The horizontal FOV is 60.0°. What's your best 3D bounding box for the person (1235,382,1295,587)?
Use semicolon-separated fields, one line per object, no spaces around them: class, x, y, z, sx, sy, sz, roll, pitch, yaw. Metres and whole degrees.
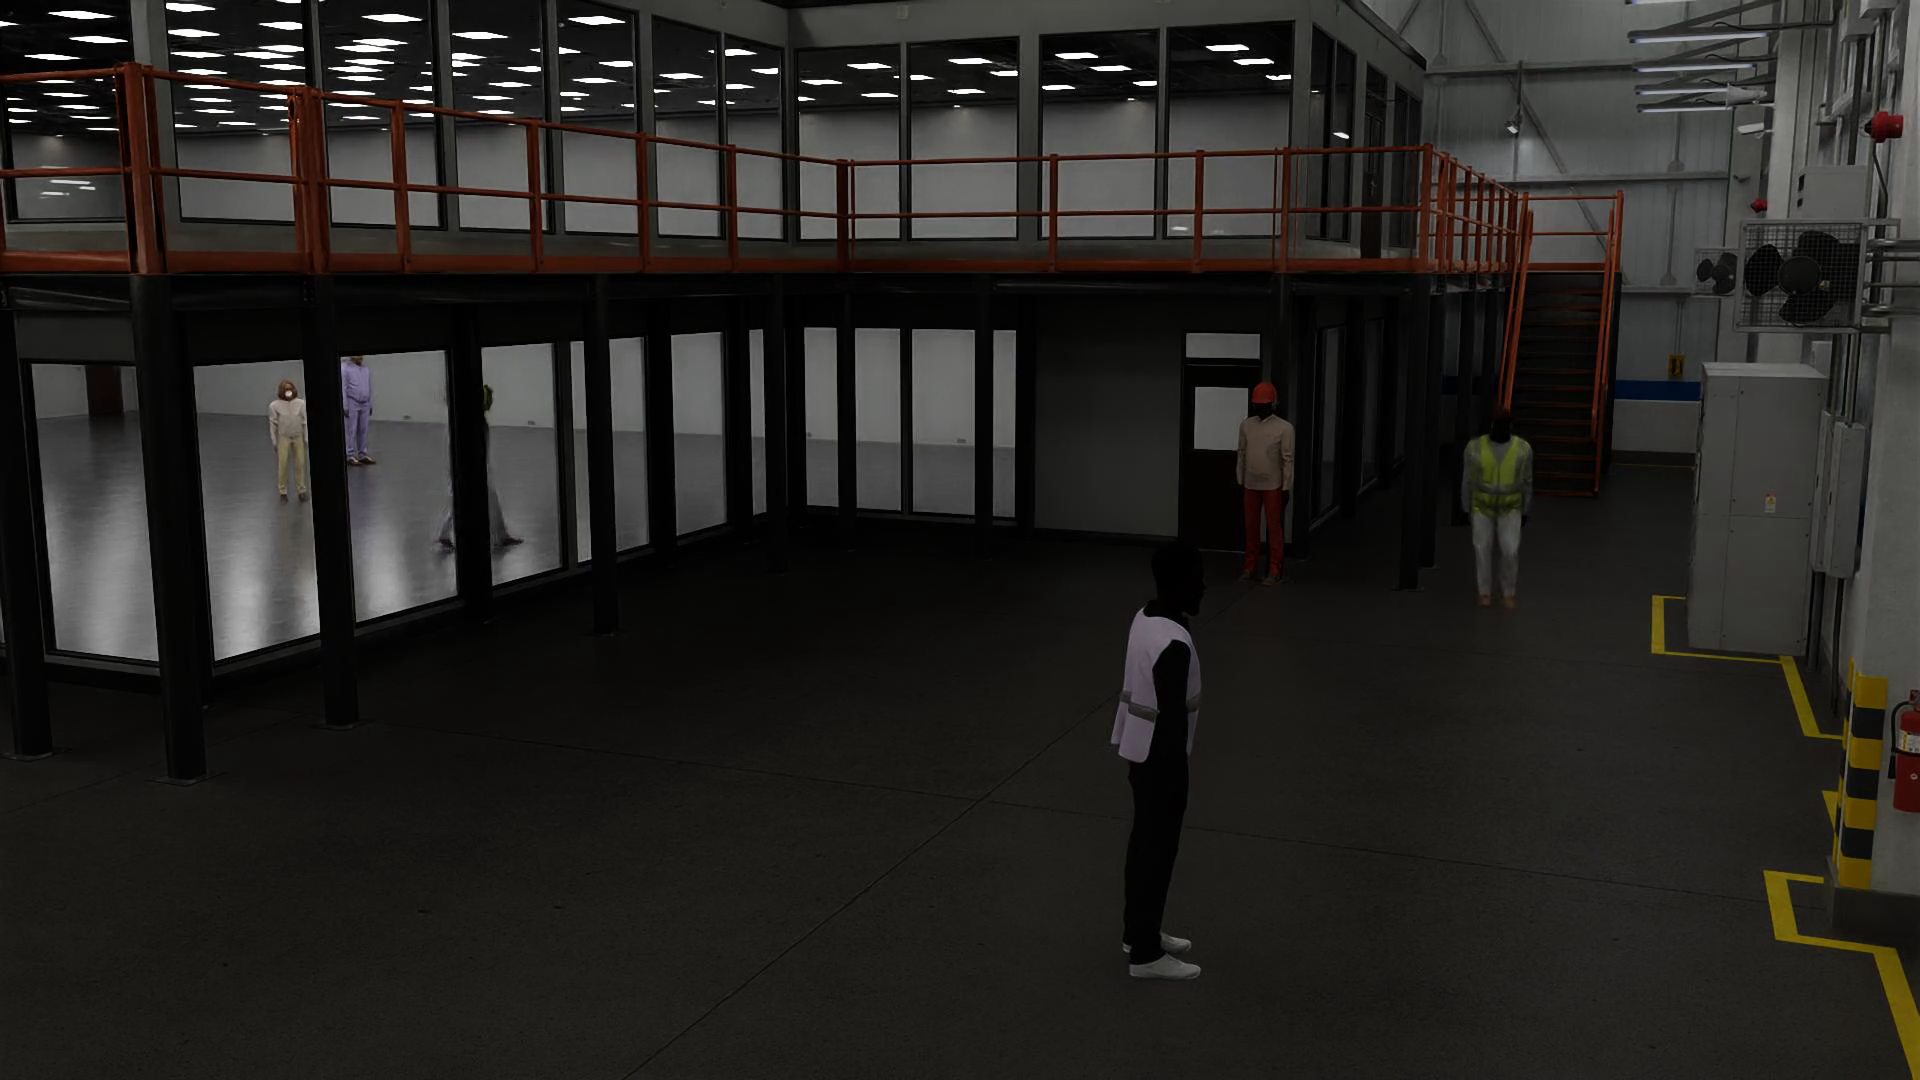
person;2.944;-0.540;16.158;0.612;1.986;0.407;8;12;40

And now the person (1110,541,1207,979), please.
person;0.864;0.949;7.224;0.391;1.911;0.584;-1;9;-6

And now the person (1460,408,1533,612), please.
person;4.815;-0.269;14.955;0.622;1.826;0.626;3;10;16
